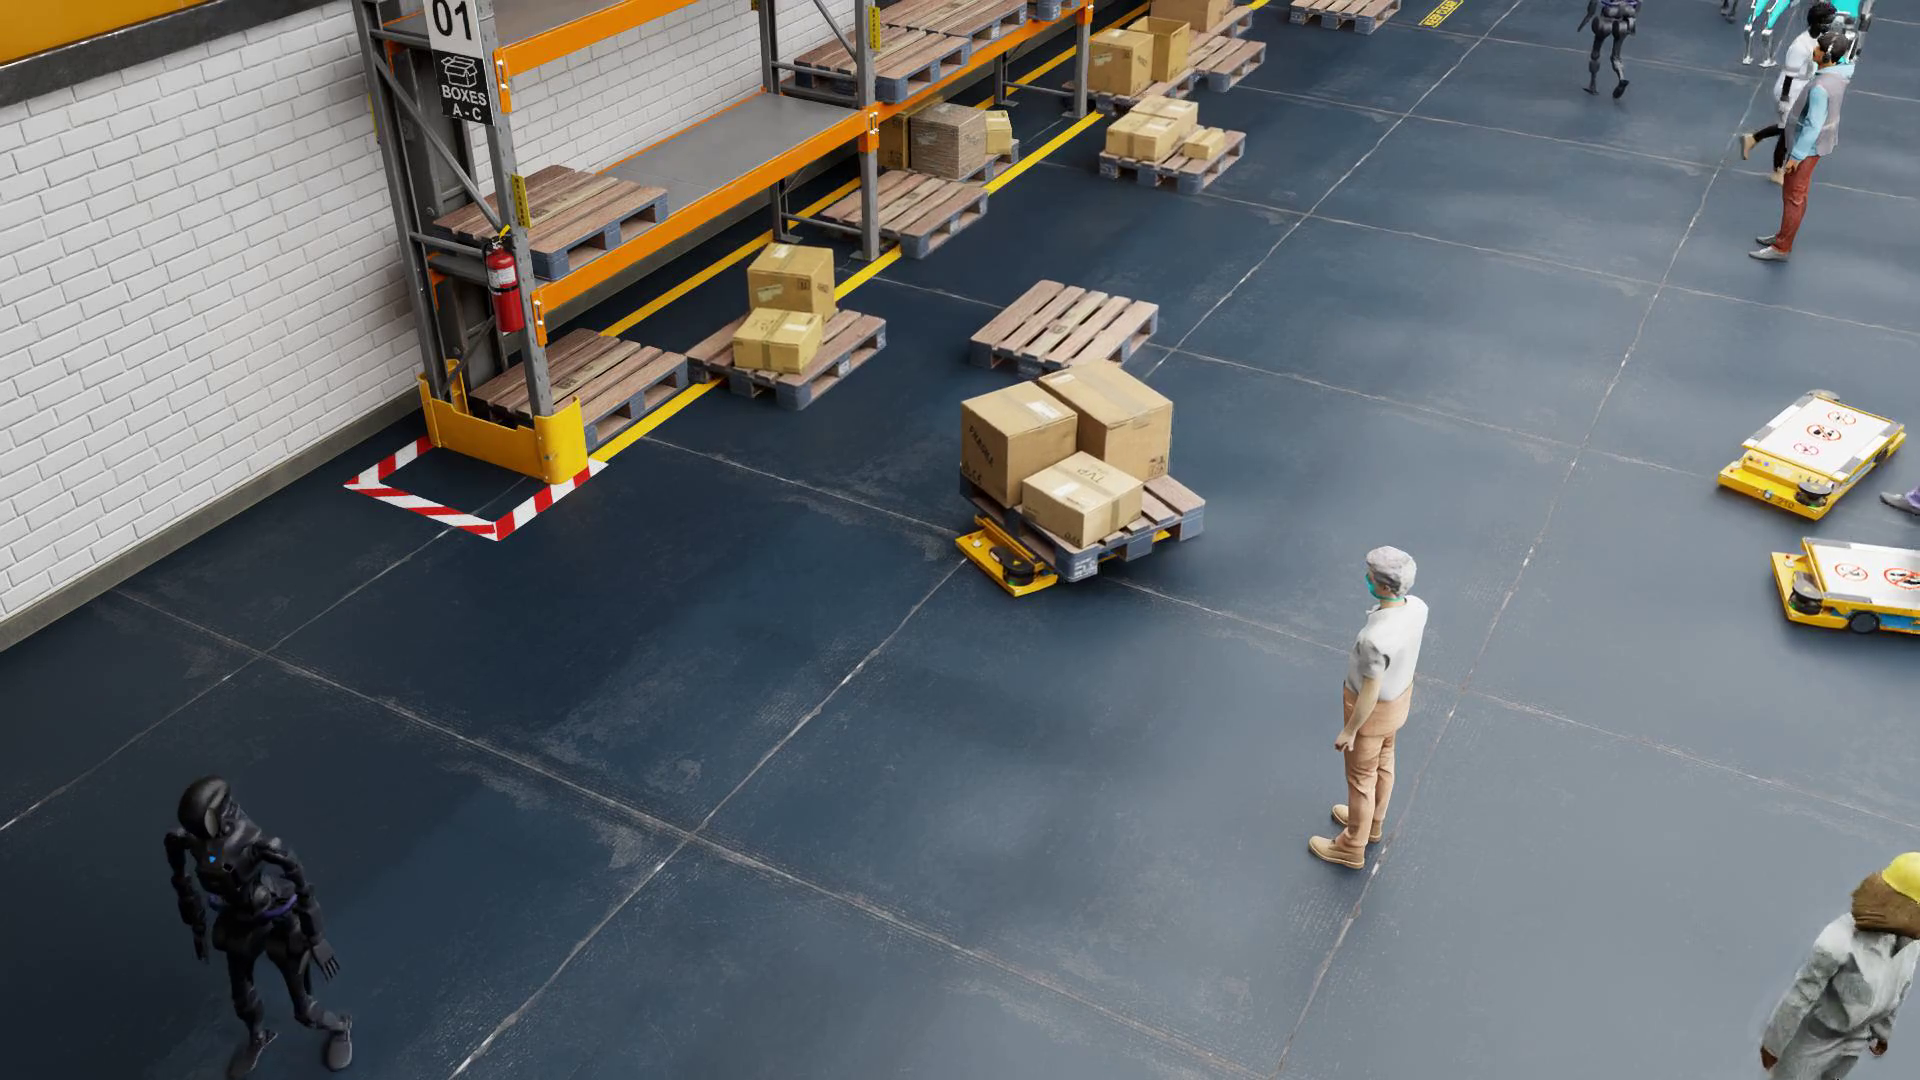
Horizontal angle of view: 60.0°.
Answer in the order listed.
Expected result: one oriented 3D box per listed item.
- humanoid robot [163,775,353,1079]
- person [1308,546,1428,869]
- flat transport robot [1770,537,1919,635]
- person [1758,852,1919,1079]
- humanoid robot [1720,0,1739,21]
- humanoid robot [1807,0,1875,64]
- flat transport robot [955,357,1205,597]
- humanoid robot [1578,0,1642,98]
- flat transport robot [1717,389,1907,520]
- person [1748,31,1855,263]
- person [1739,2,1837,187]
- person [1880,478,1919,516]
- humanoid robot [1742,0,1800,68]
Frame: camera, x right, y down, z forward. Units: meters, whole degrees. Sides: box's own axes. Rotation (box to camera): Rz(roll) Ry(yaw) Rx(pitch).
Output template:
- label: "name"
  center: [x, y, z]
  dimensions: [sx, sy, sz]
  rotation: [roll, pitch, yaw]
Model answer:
- label: "humanoid robot"
  center: [-2.772, 1.519, 6.578]
  dimensions: [0.610, 1.628, 0.400]
  rotation: [4, 34, 6]
- label: "person"
  center: [1.896, 0.768, 7.651]
  dimensions: [0.321, 1.741, 0.469]
  rotation: [23, 40, 30]
- label: "flat transport robot"
  center: [5.539, 0.319, 9.665]
  dimensions: [1.431, 0.231, 0.659]
  rotation: [7, 34, 11]
- label: "person"
  center: [3.191, 1.811, 6.105]
  dimensions: [0.566, 1.702, 0.335]
  rotation: [-13, 36, -19]
- label: "humanoid robot"
  center: [9.095, -6.878, 19.298]
  dimensions: [0.601, 1.629, 0.690]
  rotation: [17, 37, 24]
- label: "humanoid robot"
  center: [8.283, -4.649, 15.861]
  dimensions: [0.559, 1.787, 0.754]
  rotation: [18, 37, 25]
- label: "flat transport robot"
  center: [0.744, -0.084, 10.275]
  dimensions: [1.431, 0.231, 0.659]
  rotation: [-20, 38, -27]
- label: "humanoid robot"
  center: [6.673, -5.318, 16.933]
  dimensions: [0.596, 1.641, 0.561]
  rotation: [-5, 34, -7]
- label: "flat transport robot"
  center: [5.677, -0.585, 11.033]
  dimensions: [1.431, 0.231, 0.659]
  rotation: [-28, 43, -35]
- label: "person"
  center: [6.866, -3.176, 13.490]
  dimensions: [0.412, 1.883, 0.533]
  rotation: [20, 38, 27]
- label: "person"
  center: [7.447, -4.041, 14.993]
  dimensions: [0.535, 1.675, 0.606]
  rotation: [-26, 42, -34]
- label: "person"
  center: [6.314, -0.824, 10.015]
  dimensions: [0.605, 1.799, 0.854]
  rotation: [-18, 37, -25]
- label: "humanoid robot"
  center: [8.551, -5.809, 17.489]
  dimensions: [0.533, 1.672, 0.735]
  rotation: [28, 43, 35]
